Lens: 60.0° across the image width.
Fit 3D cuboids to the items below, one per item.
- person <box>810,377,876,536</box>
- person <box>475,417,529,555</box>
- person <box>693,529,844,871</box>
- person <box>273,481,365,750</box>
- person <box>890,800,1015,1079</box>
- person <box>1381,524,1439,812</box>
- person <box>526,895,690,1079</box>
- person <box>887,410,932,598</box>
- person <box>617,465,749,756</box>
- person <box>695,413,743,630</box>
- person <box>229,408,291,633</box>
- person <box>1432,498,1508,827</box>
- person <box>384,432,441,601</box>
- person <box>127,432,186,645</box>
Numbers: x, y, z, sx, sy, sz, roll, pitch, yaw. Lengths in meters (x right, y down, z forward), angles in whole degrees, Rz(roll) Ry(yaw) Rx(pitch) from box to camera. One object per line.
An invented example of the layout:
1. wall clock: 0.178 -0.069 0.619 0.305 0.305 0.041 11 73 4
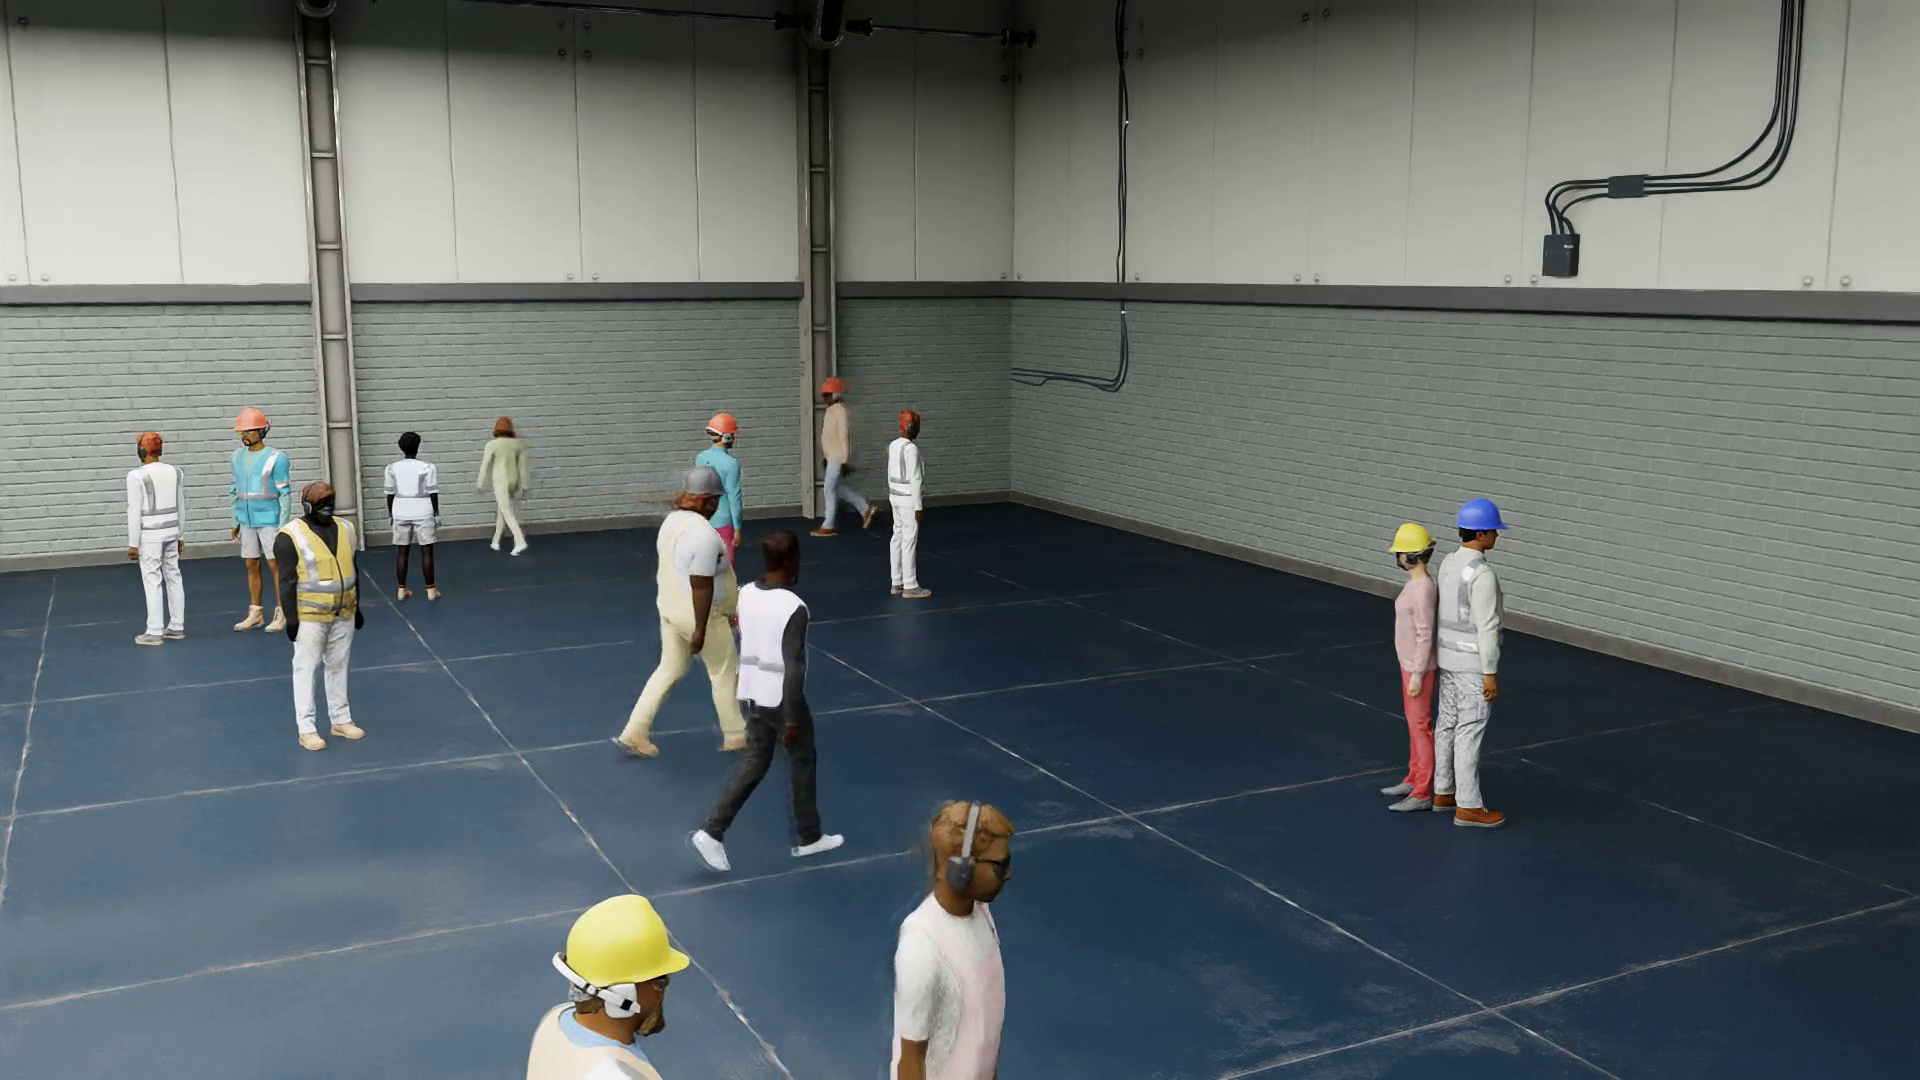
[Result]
1. person: -1.458 -1.037 20.624 0.805 1.974 0.616 -3 10 -17
2. person: -5.267 -0.634 19.329 0.825 1.583 0.591 7 12 38
3. person: -1.054 0.874 9.124 0.890 1.891 0.599 -8 12 -42
4. person: -4.394 0.508 11.510 0.430 1.843 0.625 6 11 32
5. person: -0.101 1.617 4.761 0.658 1.823 0.513 3 10 17
6. person: 2.751 0.774 10.118 0.329 1.763 0.523 2 9 10
7. person: -0.823 1.738 4.008 0.404 1.824 0.586 -5 11 -30
8. person: -0.528 -0.366 16.755 0.355 1.887 0.573 -5 10 -27
9. person: -1.851 0.458 11.209 0.963 2.000 0.678 -7 12 -38
10. person: -2.177 -0.164 15.232 0.608 1.987 0.406 9 13 44
11. person: -6.356 -0.171 15.079 0.605 2.044 0.374 2 10 15
12. person: 3.024 0.719 9.885 0.385 1.948 0.603 -2 9 -11
13. person: -5.440 -0.232 16.547 0.536 1.693 0.320 0 9 3
14. person: -7.076 -0.018 14.661 0.366 1.880 0.580 3 10 20
